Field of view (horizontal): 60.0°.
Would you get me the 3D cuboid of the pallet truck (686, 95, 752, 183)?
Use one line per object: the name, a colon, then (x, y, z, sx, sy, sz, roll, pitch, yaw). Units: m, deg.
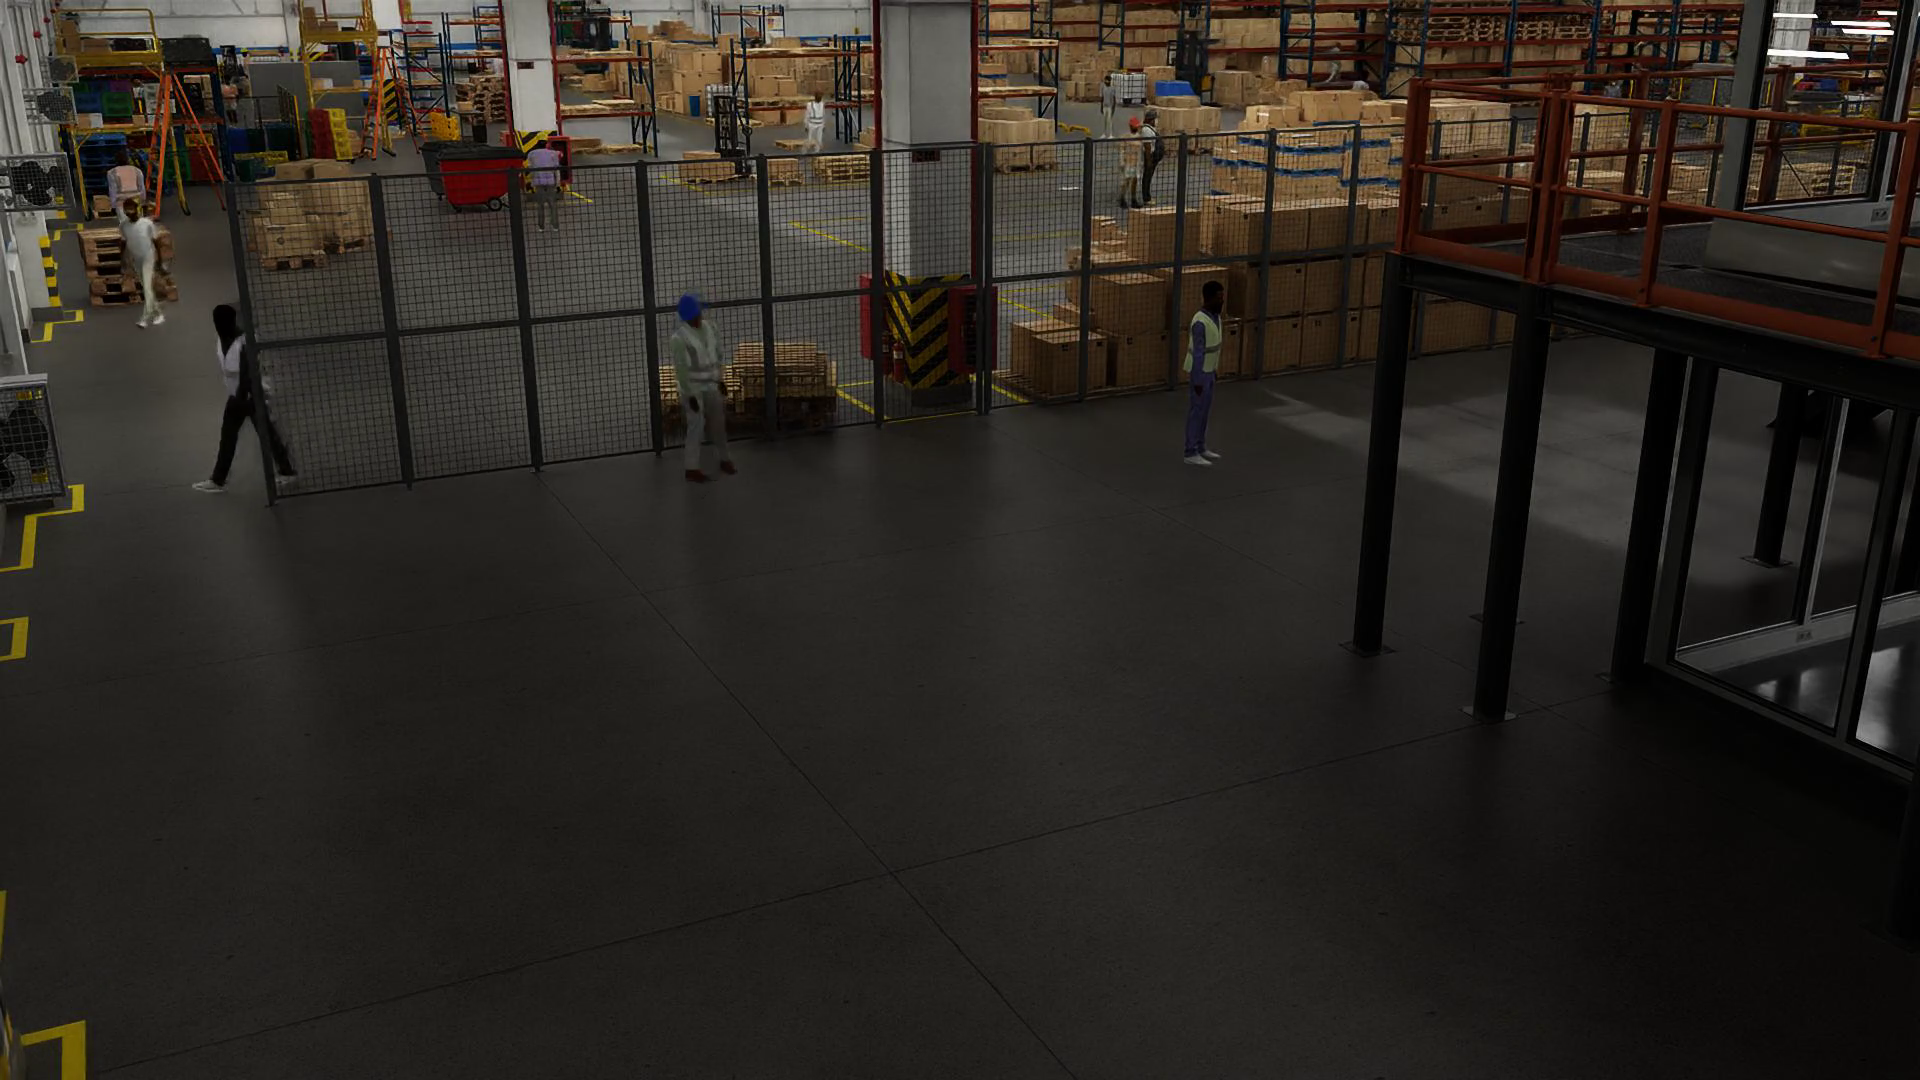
pallet truck: (-5.836, -9.608, 39.856, 0.823, 1.965, 1.885, 10, 22, 27)

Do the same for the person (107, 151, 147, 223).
person: (-14.745, -5.947, 29.477, 0.429, 1.842, 0.635, 16, 25, 39)

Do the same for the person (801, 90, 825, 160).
person: (-3.867, -10.958, 43.987, 0.599, 1.861, 0.618, -18, 26, -41)

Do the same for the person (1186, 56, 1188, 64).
person: (8.769, -17.755, 63.949, 0.546, 1.686, 0.366, 0, 19, 0)

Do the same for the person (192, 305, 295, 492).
person: (-7.017, -1.363, 16.165, 0.589, 1.859, 0.959, 14, 23, 34)

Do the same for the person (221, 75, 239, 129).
person: (-23.128, -13.891, 52.742, 0.546, 1.682, 0.567, 0, 19, -1)

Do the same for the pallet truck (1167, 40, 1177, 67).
pallet truck: (9.045, -19.971, 69.895, 0.823, 1.965, 1.885, -3, 19, -8)

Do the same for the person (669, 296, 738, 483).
person: (-2.586, -1.521, 16.566, 0.384, 1.893, 0.664, 14, 23, 35)

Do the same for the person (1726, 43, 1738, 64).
person: (31.202, -19.194, 67.653, 0.725, 2.003, 0.644, 13, 23, 33)

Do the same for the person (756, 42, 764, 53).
person: (-8.276, -19.736, 69.303, 0.359, 1.938, 0.632, 6, 20, 16)

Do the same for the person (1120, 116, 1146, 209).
person: (3.693, -8.020, 35.352, 0.572, 1.927, 0.424, -15, 24, -37)

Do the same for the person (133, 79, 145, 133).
person: (-25.350, -13.403, 51.414, 0.521, 1.632, 0.315, 6, 20, 17)

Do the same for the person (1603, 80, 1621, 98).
person: (20.623, -13.834, 52.704, 0.535, 1.591, 0.823, 6, 20, 16)

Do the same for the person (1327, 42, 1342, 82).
person: (16.127, -20.399, 71.325, 0.973, 1.882, 0.643, -4, 20, -12)

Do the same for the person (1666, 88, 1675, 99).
person: (20.293, -12.137, 47.726, 0.307, 1.642, 0.514, 9, 21, 26)

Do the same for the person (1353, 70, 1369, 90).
person: (12.341, -13.376, 50.879, 0.870, 1.927, 0.627, -10, 22, -27)

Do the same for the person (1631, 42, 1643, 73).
person: (32.012, -22.889, 78.631, 0.720, 1.825, 0.633, -7, 20, -20)

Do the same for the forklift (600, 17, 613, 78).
forklift: (-15.425, -21.421, 72.767, 1.873, 2.768, 1.129, -6, 20, -17)

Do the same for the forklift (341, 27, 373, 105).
forklift: (-22.275, -17.346, 60.954, 1.873, 2.768, 1.129, -9, 21, -25)

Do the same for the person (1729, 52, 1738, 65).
person: (31.022, -18.658, 66.593, 0.538, 1.671, 0.783, -8, 20, -21)

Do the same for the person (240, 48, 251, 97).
person: (-27.855, -18.258, 65.040, 0.375, 1.922, 0.594, -4, 20, -13)

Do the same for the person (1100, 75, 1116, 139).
person: (4.425, -12.939, 49.726, 0.534, 1.860, 0.331, 15, 24, 36)

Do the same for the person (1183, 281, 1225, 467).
person: (2.501, -1.720, 17.125, 0.383, 1.914, 0.595, 8, 21, 22)

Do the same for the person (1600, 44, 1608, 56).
person: (28.936, -21.482, 74.838, 0.531, 1.610, 0.585, -6, 20, -17)

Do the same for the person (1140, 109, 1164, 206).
person: (4.136, -8.254, 35.866, 0.538, 2.000, 0.683, 3, 19, 8)

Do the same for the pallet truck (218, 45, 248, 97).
pallet truck: (-28.879, -18.665, 66.111, 0.823, 1.965, 1.885, -3, 19, -9)

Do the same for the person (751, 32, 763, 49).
person: (-9.602, -23.017, 78.727, 0.623, 1.992, 0.396, -3, 19, -9)

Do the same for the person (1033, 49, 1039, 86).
person: (3.173, -19.931, 69.895, 0.681, 1.914, 0.577, 4, 19, 11)

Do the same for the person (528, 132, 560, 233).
person: (-8.033, -6.915, 32.176, 0.583, 1.918, 0.402, -6, 20, -18)

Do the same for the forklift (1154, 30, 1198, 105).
forklift: (7.906, -16.483, 58.452, 1.873, 2.768, 1.129, -9, 21, -25)

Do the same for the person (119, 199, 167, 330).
person: (-11.627, -3.892, 23.535, 0.559, 1.824, 0.964, 1, 19, 3)

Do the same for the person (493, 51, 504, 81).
person: (-17.241, -17.371, 62.447, 0.635, 1.937, 0.353, 18, 26, 41)
